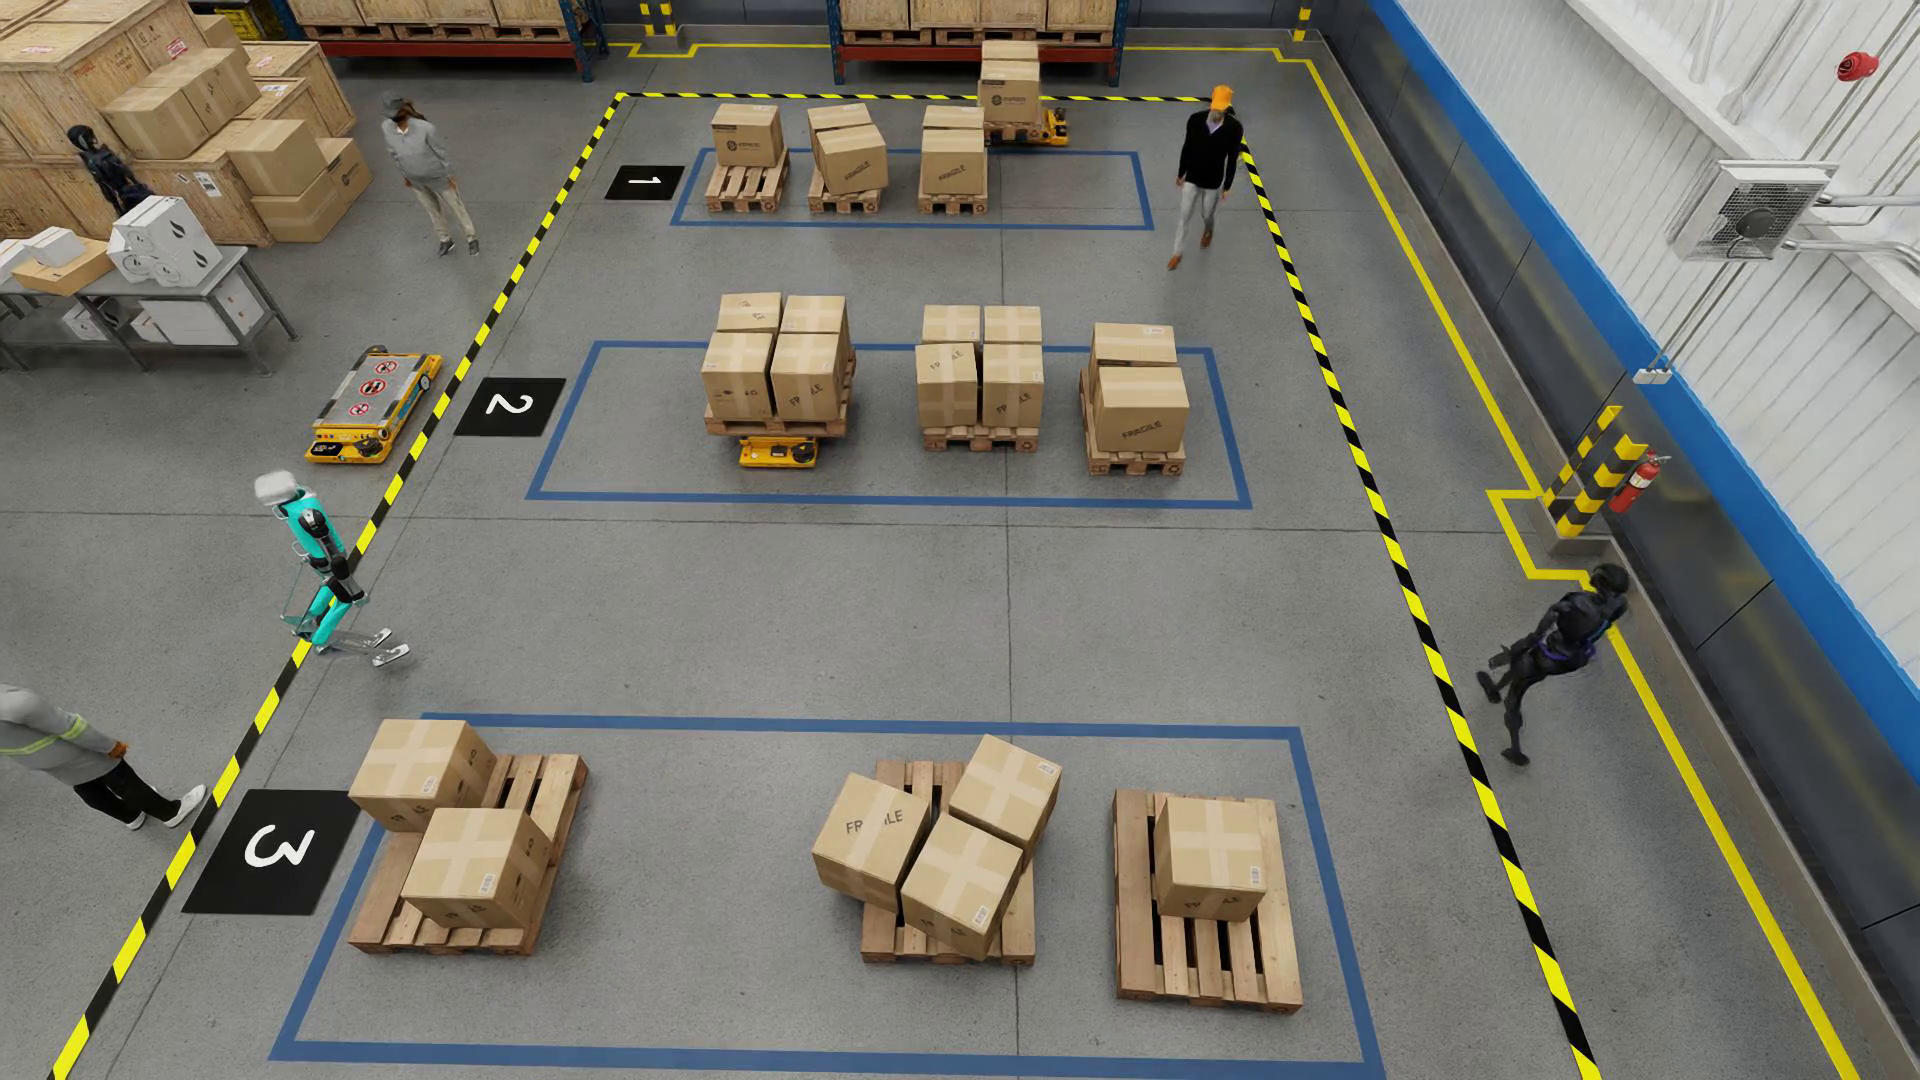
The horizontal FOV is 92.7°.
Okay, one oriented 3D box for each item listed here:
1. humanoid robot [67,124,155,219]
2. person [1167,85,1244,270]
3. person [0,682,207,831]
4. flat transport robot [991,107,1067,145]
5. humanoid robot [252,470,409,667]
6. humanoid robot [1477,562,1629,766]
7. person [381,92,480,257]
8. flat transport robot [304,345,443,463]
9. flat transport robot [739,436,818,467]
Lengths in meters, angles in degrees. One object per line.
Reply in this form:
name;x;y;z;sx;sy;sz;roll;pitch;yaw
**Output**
humanoid robot;-8.387;-3.424;9.342;0.588;1.651;0.361;12;51;10
person;2.543;-3.781;9.521;0.598;1.863;0.760;23;53;18
person;-5.227;1.172;5.337;0.597;1.850;0.386;-1;50;-1
flat transport robot;0.665;-5.390;11.909;1.431;0.197;0.652;1;50;1
humanoid robot;-4.299;0.308;6.059;0.533;1.673;0.735;35;58;26
humanoid robot;3.788;0.770;5.837;0.613;1.647;0.766;-7;50;-6
person;-5.574;-3.823;9.622;0.562;1.762;0.404;0;50;0
flat transport robot;-5.383;-1.269;8.441;0.659;0.231;1.431;1;50;1
flat transport robot;-1.582;-1.235;8.394;0.652;0.197;1.431;1;50;1
